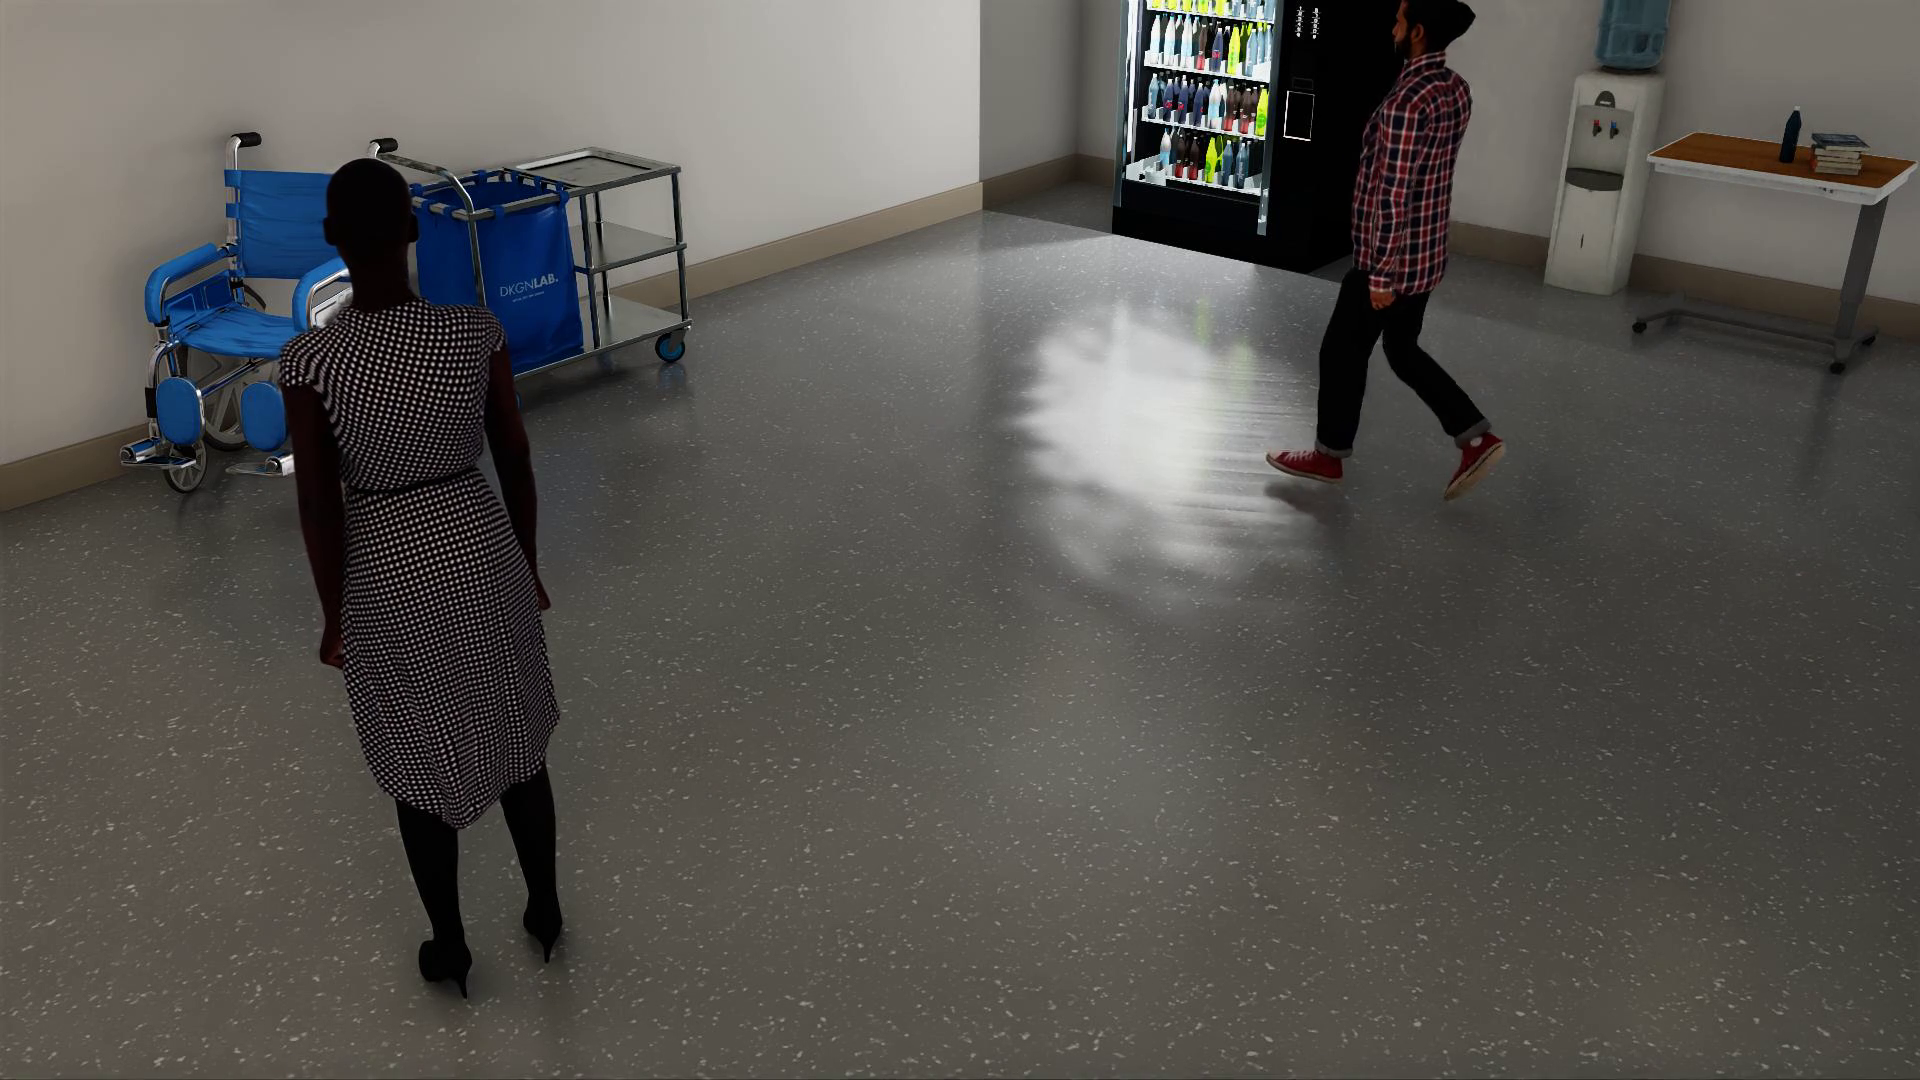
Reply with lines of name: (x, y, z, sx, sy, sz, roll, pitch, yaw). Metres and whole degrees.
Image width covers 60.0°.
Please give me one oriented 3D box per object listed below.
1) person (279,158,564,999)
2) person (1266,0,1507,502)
person: (-1.046, 0.132, 3.325, 0.672, 1.788, 0.633, -15, 29, -28)
person: (1.541, -0.949, 5.620, 1.077, 1.742, 0.750, 17, 31, 31)
